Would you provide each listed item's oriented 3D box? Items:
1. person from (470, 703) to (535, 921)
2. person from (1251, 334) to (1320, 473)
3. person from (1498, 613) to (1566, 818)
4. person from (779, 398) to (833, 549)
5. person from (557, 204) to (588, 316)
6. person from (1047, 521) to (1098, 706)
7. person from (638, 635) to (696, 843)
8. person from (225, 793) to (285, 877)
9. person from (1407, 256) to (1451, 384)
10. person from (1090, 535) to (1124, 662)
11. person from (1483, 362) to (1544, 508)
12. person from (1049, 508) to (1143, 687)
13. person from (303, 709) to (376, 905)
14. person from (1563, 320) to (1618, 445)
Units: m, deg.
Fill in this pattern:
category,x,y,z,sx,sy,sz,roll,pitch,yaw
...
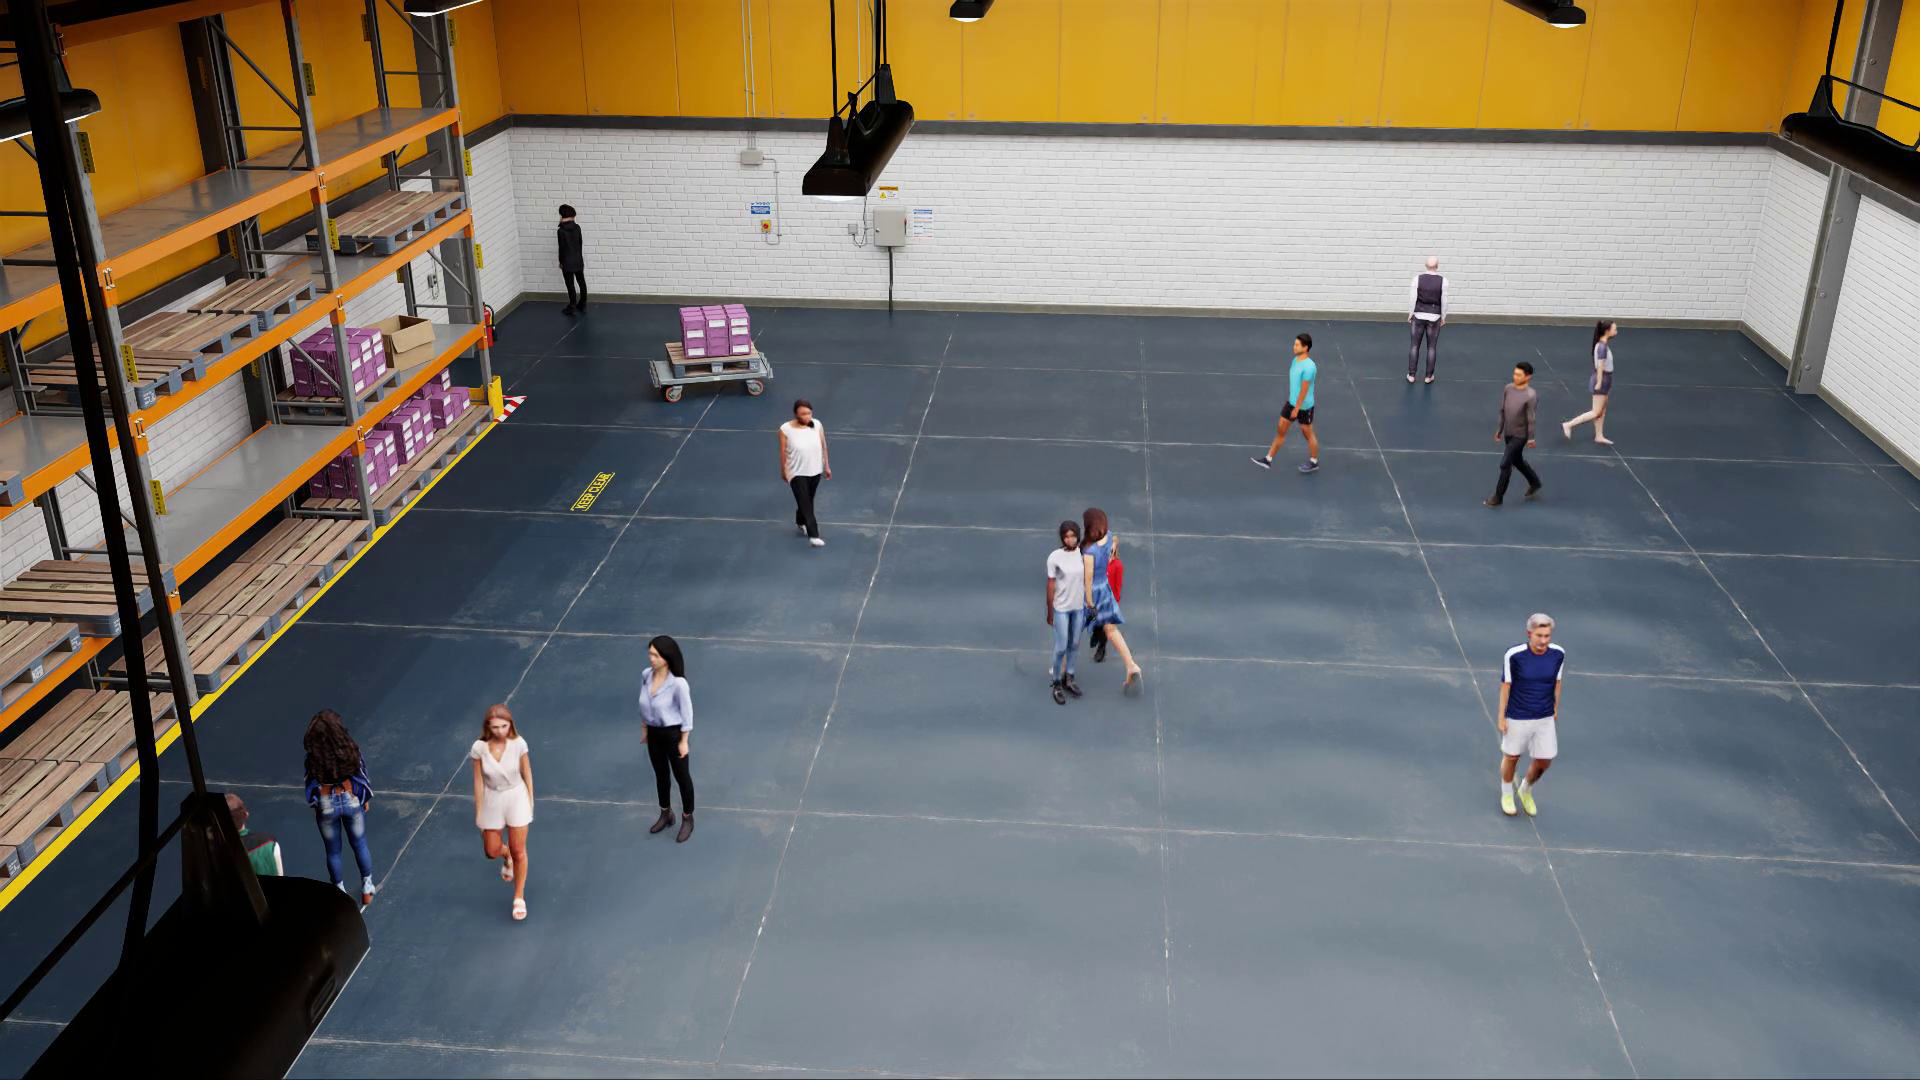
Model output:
category,x,y,z,sx,sy,sz,roll,pitch,yaw
person,-3.329,1.918,12.181,0.715,1.687,0.906,-4,24,-9
person,4.232,-1.630,20.236,0.966,1.735,1.116,-7,25,-16
person,4.519,1.351,13.308,0.677,1.822,0.624,0,24,0
person,-1.730,-0.778,18.399,1.051,1.646,1.179,-14,27,-29
person,-6.248,-4.524,26.801,0.792,1.781,0.713,19,30,37
person,0.970,0.619,15.110,0.735,1.721,0.767,-12,26,-25
person,-2.276,1.537,12.981,0.728,1.743,0.709,13,27,28
person,-4.568,2.446,10.779,0.725,1.842,0.749,-12,26,-26
person,6.599,-3.122,23.539,0.722,1.824,0.642,6,24,13
person,1.393,0.521,15.898,0.587,1.269,0.676,12,26,25
person,6.550,-1.233,19.332,0.985,1.732,1.108,9,25,20
person,1.295,0.565,15.171,1.084,1.770,1.176,16,28,32
person,-4.541,1.955,12.174,0.693,1.624,0.705,-10,26,-22
person,8.083,-1.999,21.206,0.799,1.634,0.882,8,25,18
